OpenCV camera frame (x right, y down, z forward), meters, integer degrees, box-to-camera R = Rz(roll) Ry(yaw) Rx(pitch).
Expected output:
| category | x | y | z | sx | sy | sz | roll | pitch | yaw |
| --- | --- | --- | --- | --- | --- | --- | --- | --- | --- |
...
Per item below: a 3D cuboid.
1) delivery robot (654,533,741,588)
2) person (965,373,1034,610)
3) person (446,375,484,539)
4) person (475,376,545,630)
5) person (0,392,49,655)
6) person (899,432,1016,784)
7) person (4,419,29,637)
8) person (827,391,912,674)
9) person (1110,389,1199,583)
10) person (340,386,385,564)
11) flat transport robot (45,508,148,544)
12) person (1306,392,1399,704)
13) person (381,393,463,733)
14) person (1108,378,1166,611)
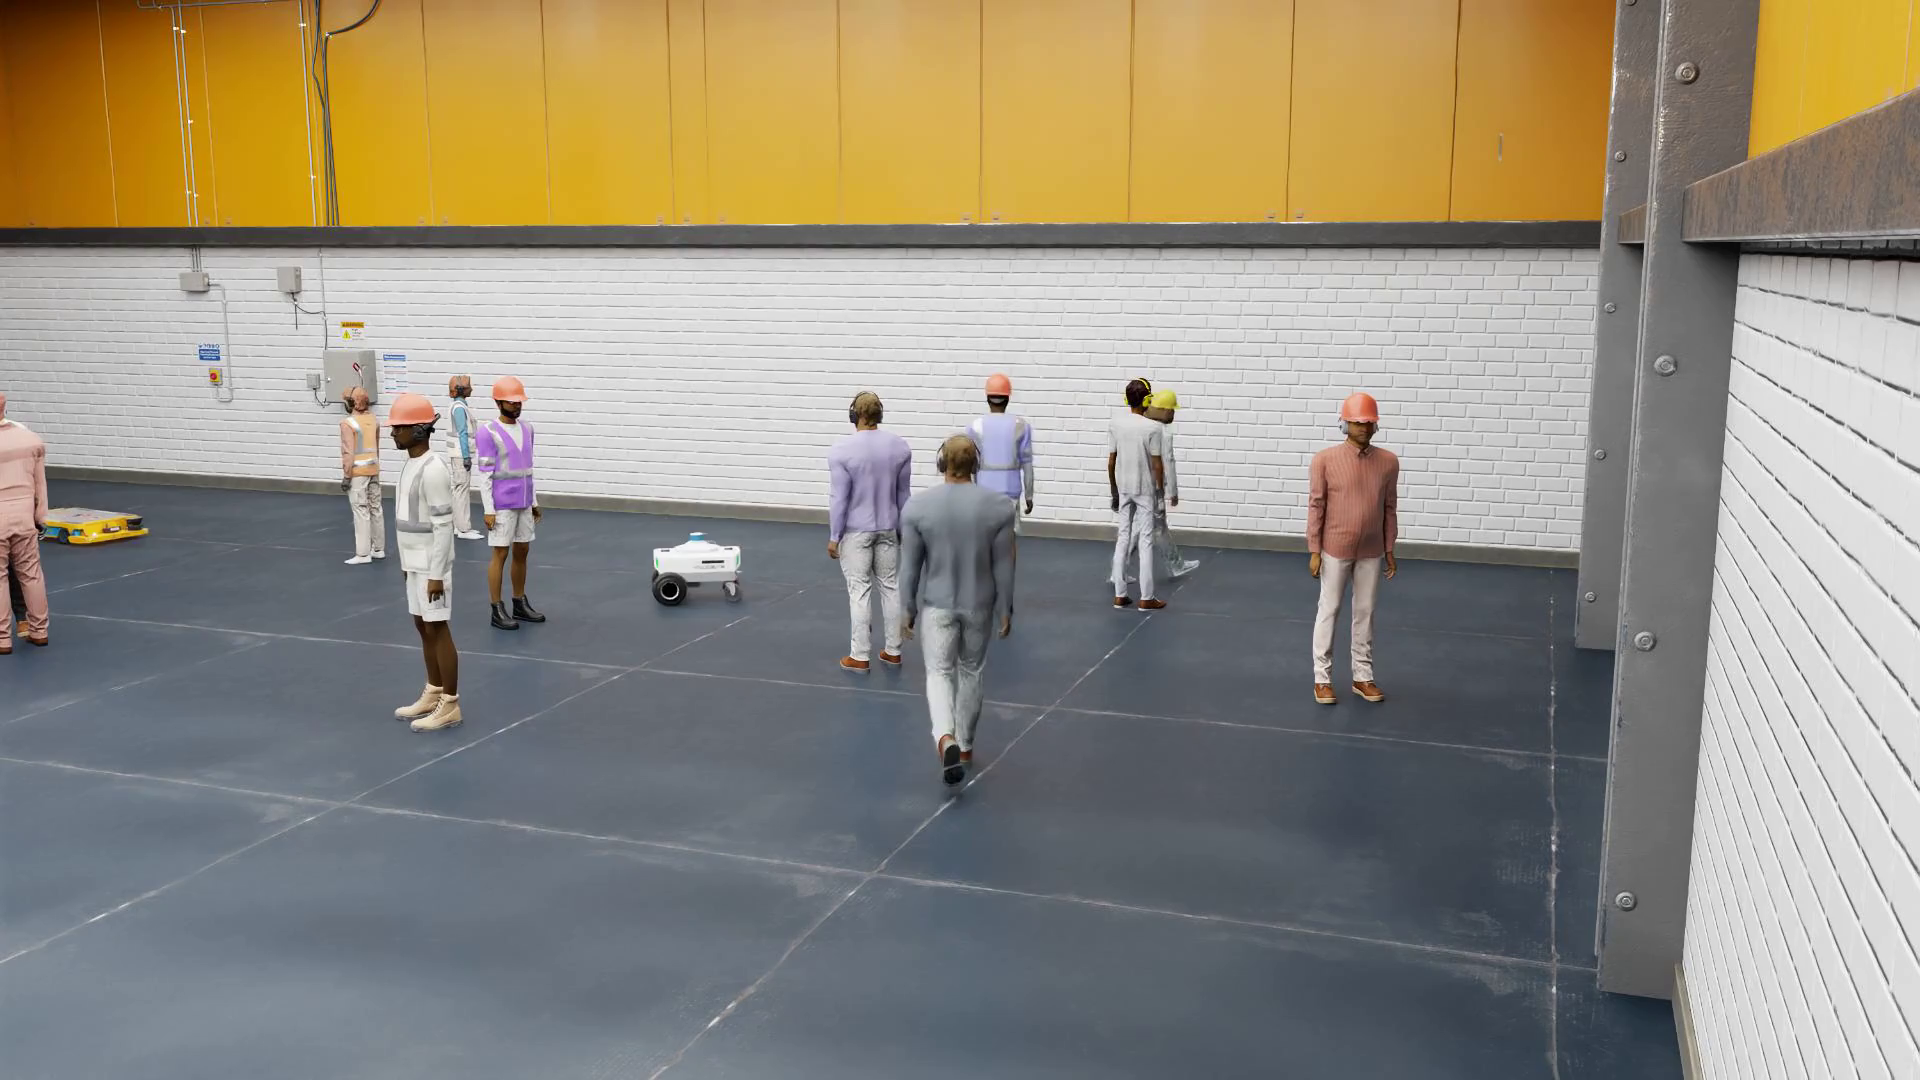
| category | x | y | z | sx | sy | sz | roll | pitch | yaw |
| --- | --- | --- | --- | --- | --- | --- | --- | --- | --- |
| delivery robot | -2.164 | 0.183 | 13.709 | 0.707 | 0.478 | 0.477 | -2 | 10 | -10 |
| person | 0.318 | -0.399 | 13.483 | 0.558 | 1.904 | 0.954 | 0 | 10 | 0 |
| person | -4.961 | -0.827 | 16.603 | 0.310 | 1.642 | 0.514 | -4 | 11 | -22 |
| person | -3.420 | -0.290 | 12.741 | 0.366 | 1.935 | 0.552 | 6 | 12 | 29 |
| person | -6.893 | -0.133 | 11.951 | 0.406 | 1.904 | 0.654 | 5 | 11 | 28 |
| person | -0.010 | 0.373 | 9.088 | 0.634 | 1.917 | 0.819 | -1 | 10 | -4 |
| person | -7.169 | -0.231 | 12.296 | 0.611 | 1.987 | 0.414 | -8 | 13 | -37 |
| person | -0.621 | -0.053 | 11.405 | 0.635 | 1.937 | 0.354 | -6 | 12 | -32 |
| person | 1.704 | -0.460 | 14.397 | 0.934 | 1.680 | 0.499 | -4 | 11 | -22 |
| person | -5.502 | -0.595 | 15.300 | 0.306 | 1.640 | 0.521 | 2 | 10 | 14 |
| flat transport robot | -8.898 | -0.155 | 16.676 | 1.431 | 0.197 | 0.652 | 5 | 11 | 28 |
| person | 2.515 | 0.052 | 10.649 | 0.612 | 1.997 | 0.375 | -2 | 10 | -11 |
| person | -3.256 | 0.135 | 10.053 | 0.373 | 2.043 | 0.615 | -7 | 12 | -33 |
| person | 1.430 | -0.365 | 13.355 | 0.510 | 1.872 | 0.328 | 7 | 12 | 33 |
